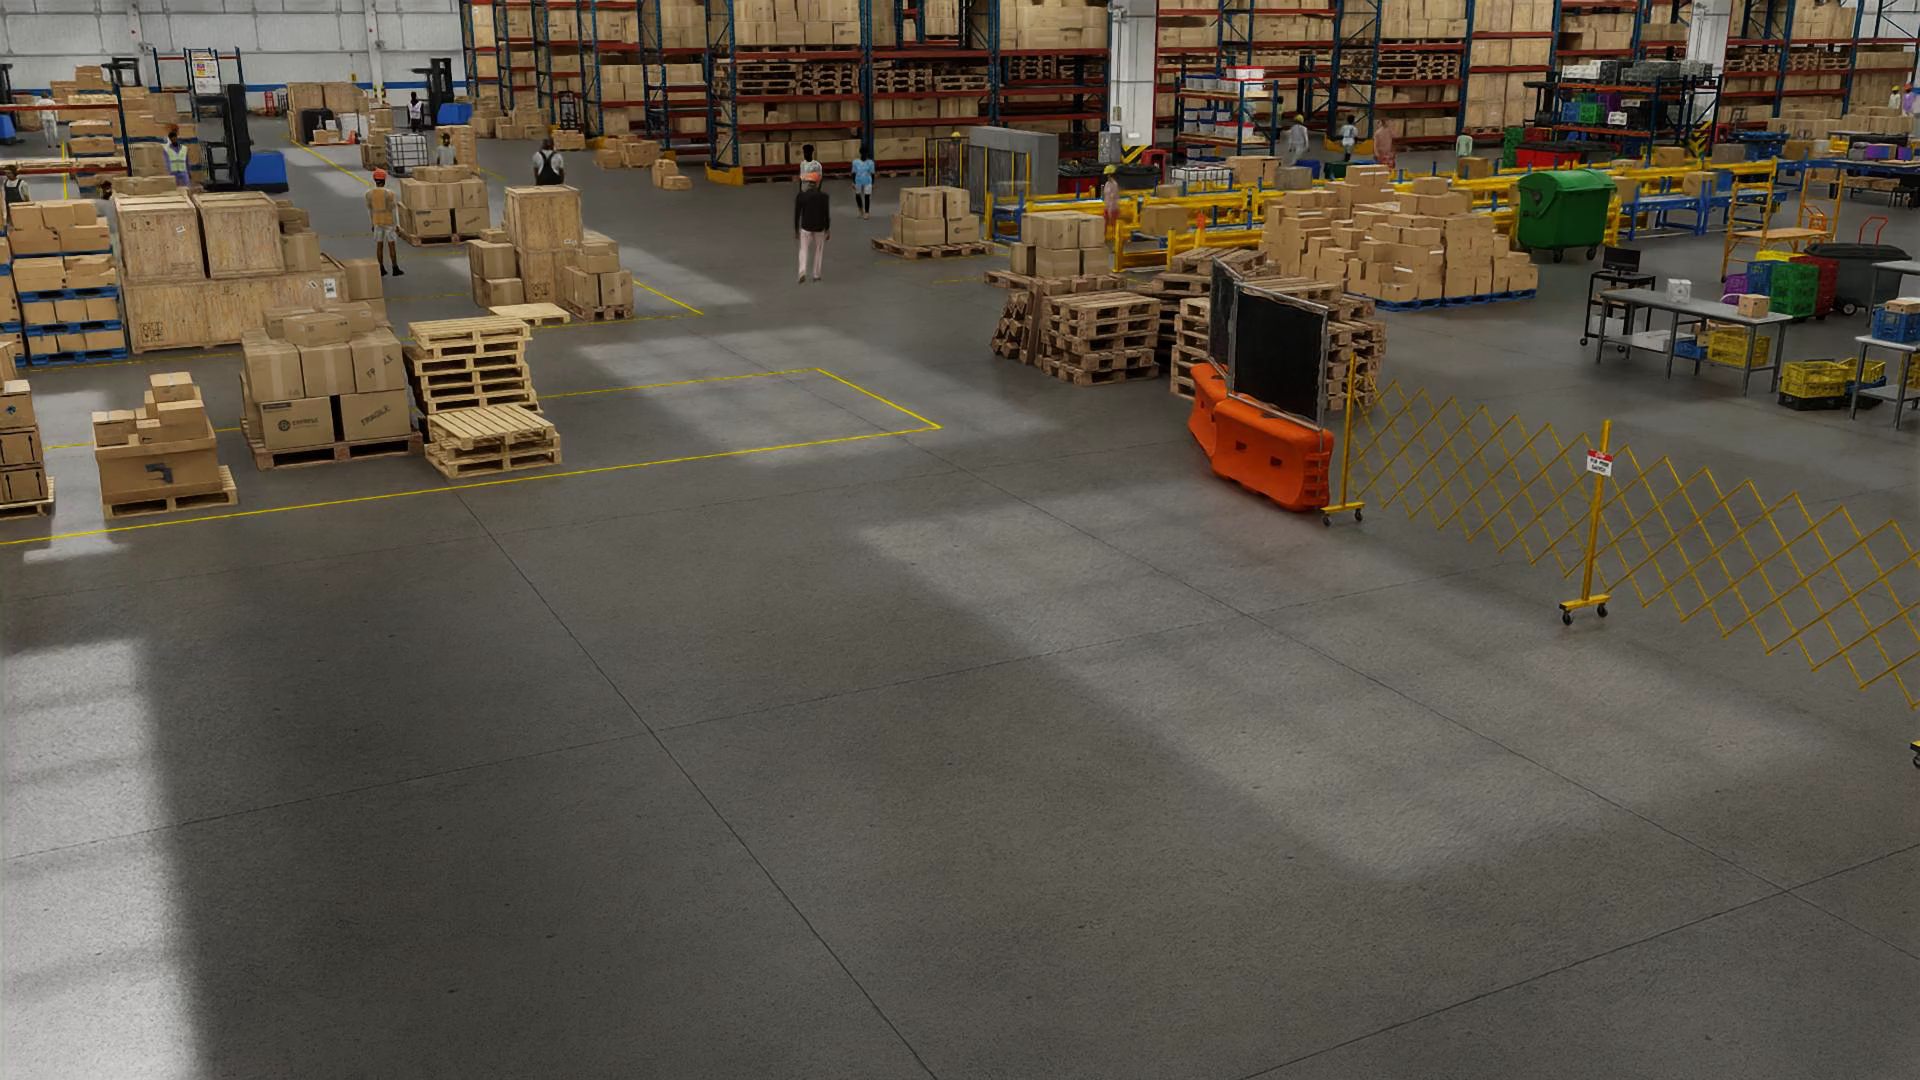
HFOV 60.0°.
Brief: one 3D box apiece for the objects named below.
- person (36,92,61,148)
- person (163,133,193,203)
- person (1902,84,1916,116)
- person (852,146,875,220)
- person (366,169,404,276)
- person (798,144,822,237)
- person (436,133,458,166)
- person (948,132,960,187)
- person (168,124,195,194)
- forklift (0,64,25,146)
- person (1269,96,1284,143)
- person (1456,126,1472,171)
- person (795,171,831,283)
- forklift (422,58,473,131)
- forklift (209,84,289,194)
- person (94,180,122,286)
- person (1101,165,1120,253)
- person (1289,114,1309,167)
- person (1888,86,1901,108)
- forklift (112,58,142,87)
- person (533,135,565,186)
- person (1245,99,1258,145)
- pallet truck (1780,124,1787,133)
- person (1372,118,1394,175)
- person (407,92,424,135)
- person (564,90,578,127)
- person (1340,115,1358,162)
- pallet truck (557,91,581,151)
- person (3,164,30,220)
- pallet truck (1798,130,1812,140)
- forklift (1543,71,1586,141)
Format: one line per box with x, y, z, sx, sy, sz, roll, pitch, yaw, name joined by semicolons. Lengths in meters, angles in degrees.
-31.862;-14.686;58.137;0.627;1.941;0.370;-6;19;-17;person
-18.736;-8.817;39.956;0.602;1.860;0.996;-15;23;-39;person
37.144;-16.898;65.109;0.883;1.896;0.569;-14;22;-36;person
-2.230;-8.264;38.513;0.553;1.682;0.370;1;18;2;person
-10.543;-5.807;30.458;0.545;1.938;0.360;1;18;2;person
-3.221;-7.484;35.639;0.607;1.966;0.367;14;22;37;person
-12.412;-8.926;40.308;0.548;1.856;0.437;-16;24;-40;person
-0.122;-9.329;41.719;0.328;1.765;0.532;5;18;14;person
-20.168;-9.816;43.076;0.791;1.856;0.604;-10;20;-28;person
-34.240;-15.419;58.904;1.129;2.768;1.873;-4;18;-12;forklift
11.473;-15.203;60.173;0.449;1.680;0.544;-6;19;-18;person
13.881;-10.579;45.825;0.286;1.632;0.501;-13;22;-34;person
-2.624;-5.558;29.646;0.639;1.967;0.694;0;18;0;person
-20.382;-17.626;65.786;1.873;2.768;1.129;6;19;17;forklift
-18.778;-10.487;43.529;1.873;2.768;1.129;-9;20;-26;forklift
-14.985;-5.401;29.318;0.477;1.857;0.547;6;19;18;person
2.935;-6.592;33.215;0.723;1.740;0.532;-7;19;-21;person
9.745;-11.389;48.096;0.869;1.799;0.589;-11;21;-32;person
36.953;-17.082;65.887;0.326;1.765;0.533;-4;18;-12;person
-32.978;-17.738;66.135;1.129;2.768;1.873;-1;18;-2;forklift
-9.196;-8.059;37.314;0.689;2.000;0.674;0;18;-1;person
10.485;-15.158;59.488;0.700;2.009;0.679;7;19;22;person
25.206;-12.542;52.601;1.601;1.201;0.680;0;18;-2;pallet truck
11.602;-10.639;45.657;0.642;1.863;0.996;-6;19;-18;person
-19.132;-14.796;58.532;0.594;1.910;0.384;2;18;5;person
-14.382;-15.681;61.405;0.429;1.839;0.623;9;20;25;person
11.625;-11.798;49.534;0.524;1.678;0.558;-14;22;-36;person
-13.495;-14.412;57.188;0.823;1.965;1.885;-3;18;-9;pallet truck
-18.393;-6.403;32.475;0.505;1.840;0.346;2;18;6;person
25.526;-11.556;49.408;1.630;1.274;0.653;-9;20;-26;pallet truck
18.685;-13.231;52.085;1.873;2.768;1.129;-9;20;-26;forklift
